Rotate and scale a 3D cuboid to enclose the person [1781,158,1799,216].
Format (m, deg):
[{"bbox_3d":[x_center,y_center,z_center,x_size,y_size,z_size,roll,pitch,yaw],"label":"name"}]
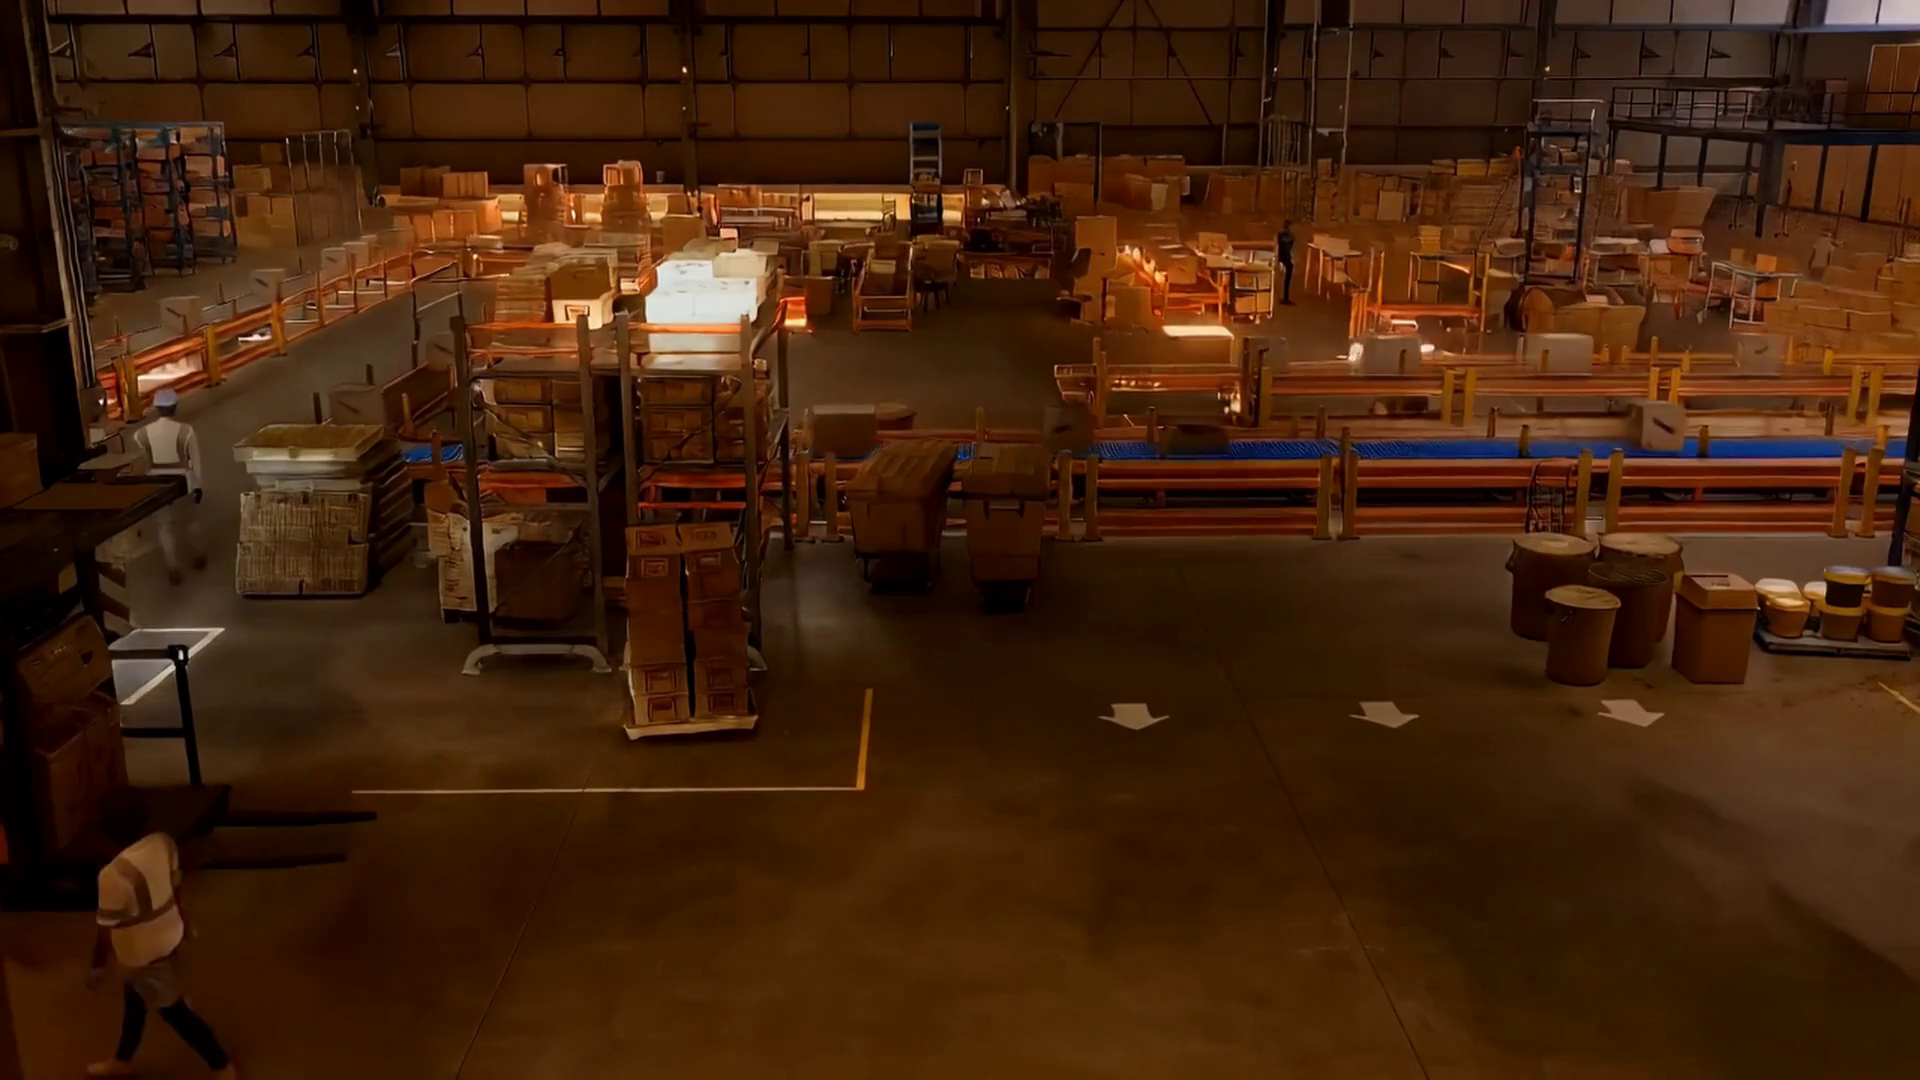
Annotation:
[{"bbox_3d":[28.111,-11.936,56.281,0.584,1.917,0.381,-14,21,-40],"label":"person"}]

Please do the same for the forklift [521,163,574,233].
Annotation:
[{"bbox_3d":[-12.233,-10.122,49.298,1.157,1.987,2.680,0,16,-1],"label":"forklift"}]

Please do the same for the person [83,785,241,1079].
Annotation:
[{"bbox_3d":[-4.038,2.010,8.272,0.867,1.652,0.536,0,16,0],"label":"person"}]

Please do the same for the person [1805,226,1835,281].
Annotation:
[{"bbox_3d":[18.177,-5.788,35.238,0.548,1.716,0.911,4,16,13],"label":"person"}]

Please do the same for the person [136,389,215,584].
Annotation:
[{"bbox_3d":[-7.912,-0.575,16.779,0.628,1.910,0.848,-3,16,-9],"label":"person"}]

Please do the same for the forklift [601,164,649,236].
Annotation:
[{"bbox_3d":[-9.948,-10.127,49.296,1.157,1.987,2.680,-1,16,-3],"label":"forklift"}]

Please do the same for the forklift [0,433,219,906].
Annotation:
[{"bbox_3d":[-5.952,0.780,10.366,1.873,2.768,1.129,0,16,-1],"label":"forklift"}]

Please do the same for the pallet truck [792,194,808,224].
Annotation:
[{"bbox_3d":[-4.814,-9.883,50.259,0.704,1.261,1.522,-1,16,-3],"label":"pallet truck"}]

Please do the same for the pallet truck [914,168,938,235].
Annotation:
[{"bbox_3d":[-0.989,-10.316,50.507,0.823,1.965,1.885,1,16,3],"label":"pallet truck"}]

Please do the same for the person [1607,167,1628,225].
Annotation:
[{"bbox_3d":[21.051,-10.992,53.147,0.989,1.827,0.583,-10,19,-31],"label":"person"}]

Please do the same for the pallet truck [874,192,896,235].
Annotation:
[{"bbox_3d":[-2.277,-9.986,50.594,0.653,1.274,1.630,0,16,-1],"label":"pallet truck"}]

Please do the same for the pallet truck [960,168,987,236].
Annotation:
[{"bbox_3d":[0.383,-10.230,50.206,0.823,1.965,1.885,-1,16,-3],"label":"pallet truck"}]

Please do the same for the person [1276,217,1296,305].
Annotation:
[{"bbox_3d":[7.013,-5.985,35.678,0.328,1.872,0.509,-9,18,-28],"label":"person"}]

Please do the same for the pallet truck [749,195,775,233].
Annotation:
[{"bbox_3d":[-6.051,-9.967,50.660,0.680,1.201,1.601,0,16,-1],"label":"pallet truck"}]
